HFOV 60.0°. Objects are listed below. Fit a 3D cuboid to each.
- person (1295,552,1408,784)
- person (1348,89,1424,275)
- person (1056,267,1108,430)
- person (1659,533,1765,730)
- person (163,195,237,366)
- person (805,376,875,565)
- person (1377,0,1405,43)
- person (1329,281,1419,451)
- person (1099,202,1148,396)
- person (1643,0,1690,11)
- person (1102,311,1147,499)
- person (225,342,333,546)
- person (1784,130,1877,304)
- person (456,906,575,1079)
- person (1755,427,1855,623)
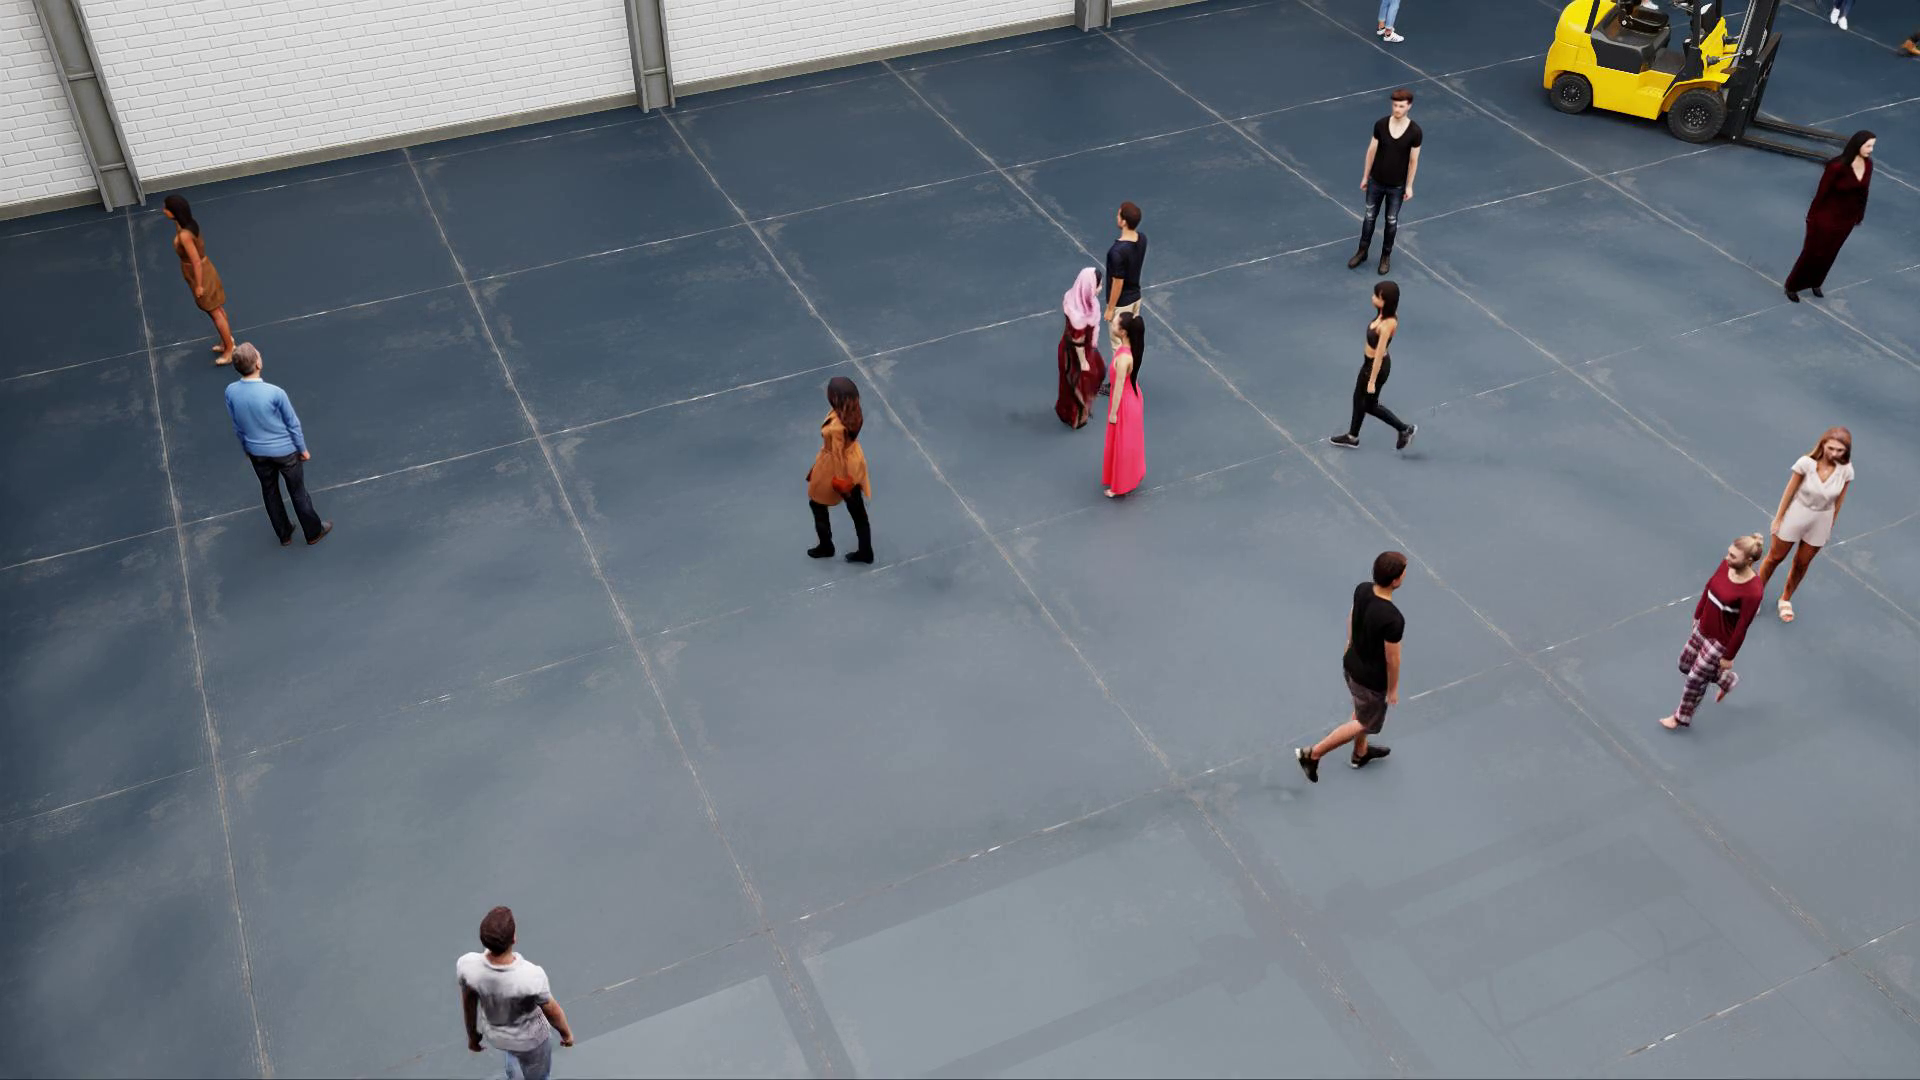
[{"bbox_3d":[2.616,0.872,10.976,1.075,1.845,0.800,-8,39,-9],"label":"person"},{"bbox_3d":[4.249,-3.574,16.502,0.764,1.896,0.793,18,42,21],"label":"person"},{"bbox_3d":[0.944,-1.658,14.333,0.845,1.610,0.786,10,40,12],"label":"person"},{"bbox_3d":[5.265,0.628,11.406,0.859,1.690,0.726,-7,39,-9],"label":"person"},{"bbox_3d":[-6.918,-2.385,15.179,0.505,1.689,0.553,-15,41,-18],"label":"person"},{"bbox_3d":[-0.810,-0.504,12.813,0.952,1.703,0.892,14,41,17],"label":"person"},{"bbox_3d":[5.590,-7.246,21.309,0.635,1.635,0.663,-5,39,-6],"label":"person"},{"bbox_3d":[3.582,-1.422,14.024,1.023,1.625,0.883,6,39,8],"label":"person"},{"bbox_3d":[1.457,-2.127,14.722,0.783,1.857,0.652,23,44,26],"label":"person"},{"bbox_3d":[9.349,-7.840,21.964,1.065,1.747,0.740,-9,39,-11],"label":"person"},{"bbox_3d":[1.342,-1.099,13.541,0.765,1.724,0.708,12,40,15],"label":"person"},{"bbox_3d":[-5.384,-0.742,13.018,0.678,1.818,0.808,2,39,3],"label":"person"},{"bbox_3d":[8.421,-3.172,16.117,0.558,1.749,0.777,-11,40,-14],"label":"person"},{"bbox_3d":[-2.360,2.665,8.737,0.785,1.838,0.872,8,39,10],"label":"person"},{"bbox_3d":[6.281,-0.136,12.358,0.658,1.697,0.725,11,40,13],"label":"person"}]
